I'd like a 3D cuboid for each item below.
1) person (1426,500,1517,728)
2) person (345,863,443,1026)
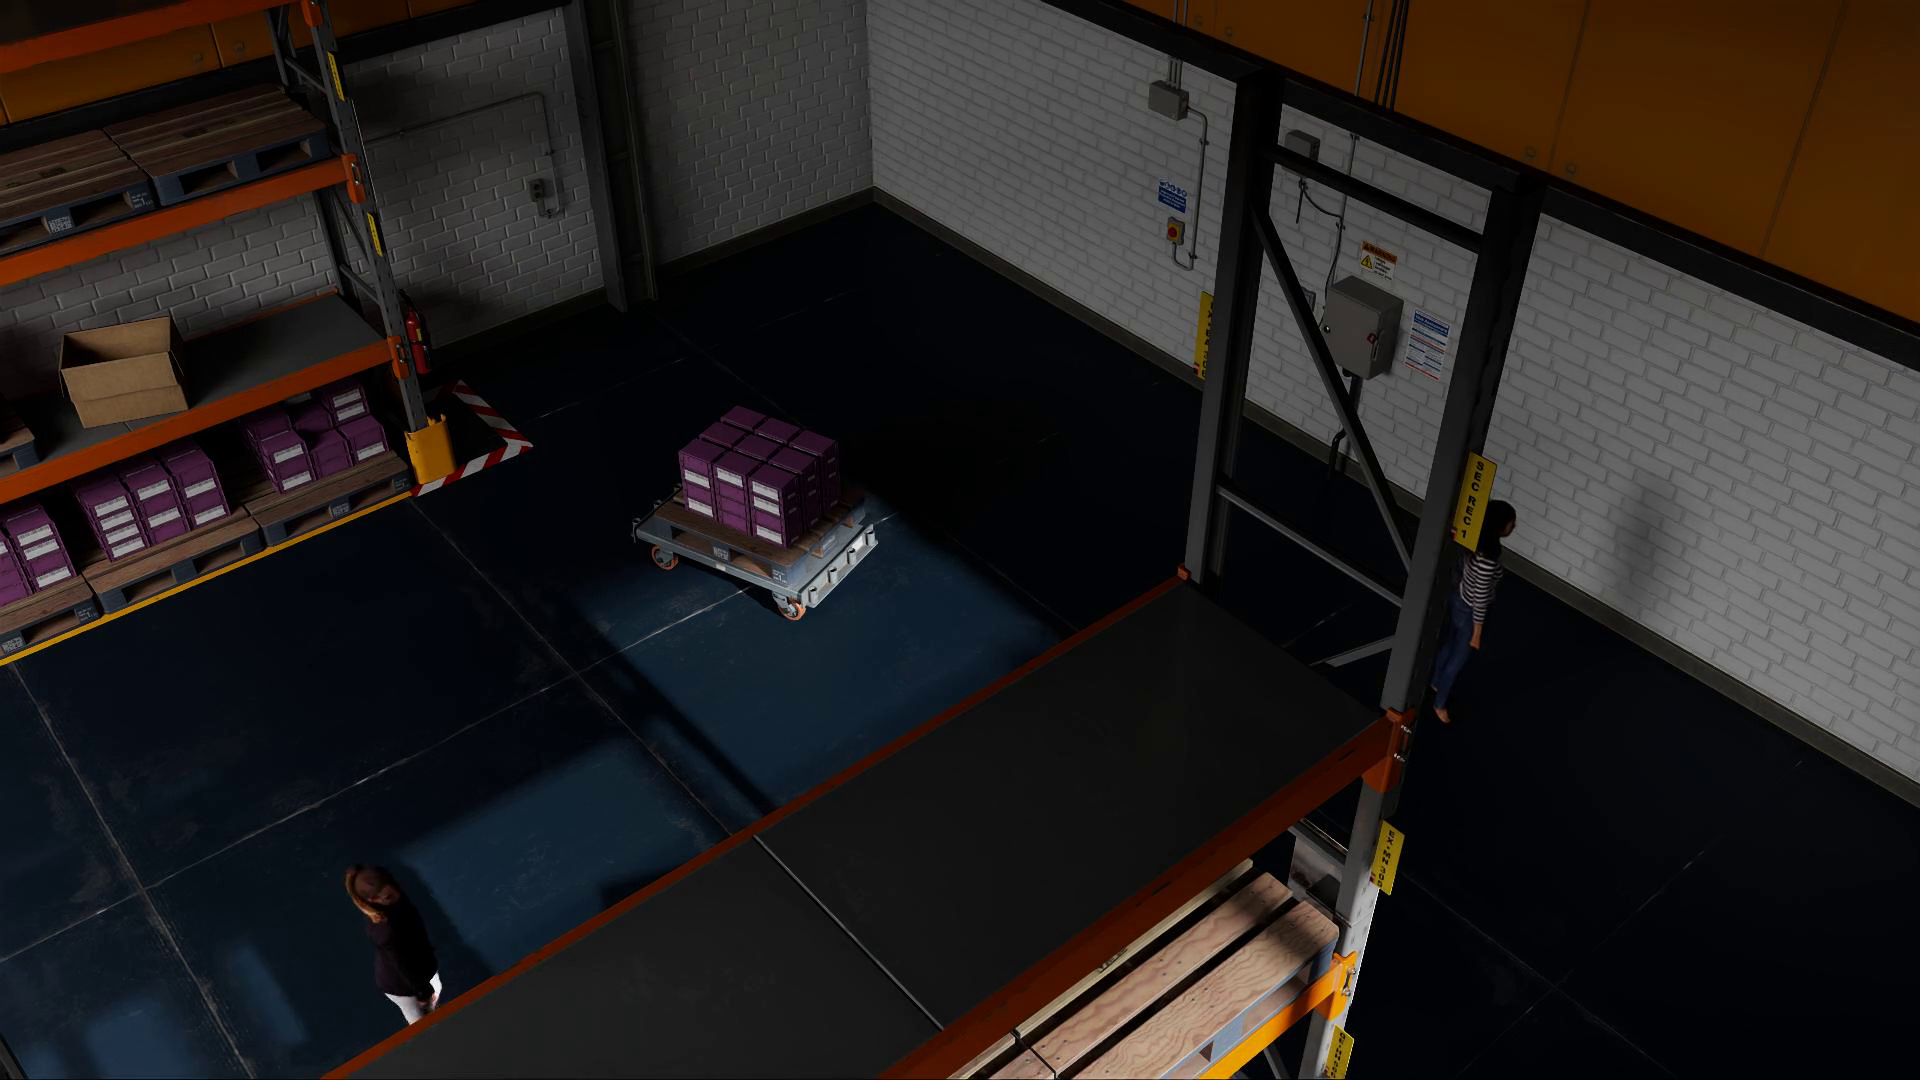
[{"bbox_3d":[3.300,0.481,10.790,0.705,1.792,0.642,3,39,4],"label":"person"},{"bbox_3d":[-2.871,2.271,8.607,0.864,1.717,0.772,-20,43,-23],"label":"person"}]
